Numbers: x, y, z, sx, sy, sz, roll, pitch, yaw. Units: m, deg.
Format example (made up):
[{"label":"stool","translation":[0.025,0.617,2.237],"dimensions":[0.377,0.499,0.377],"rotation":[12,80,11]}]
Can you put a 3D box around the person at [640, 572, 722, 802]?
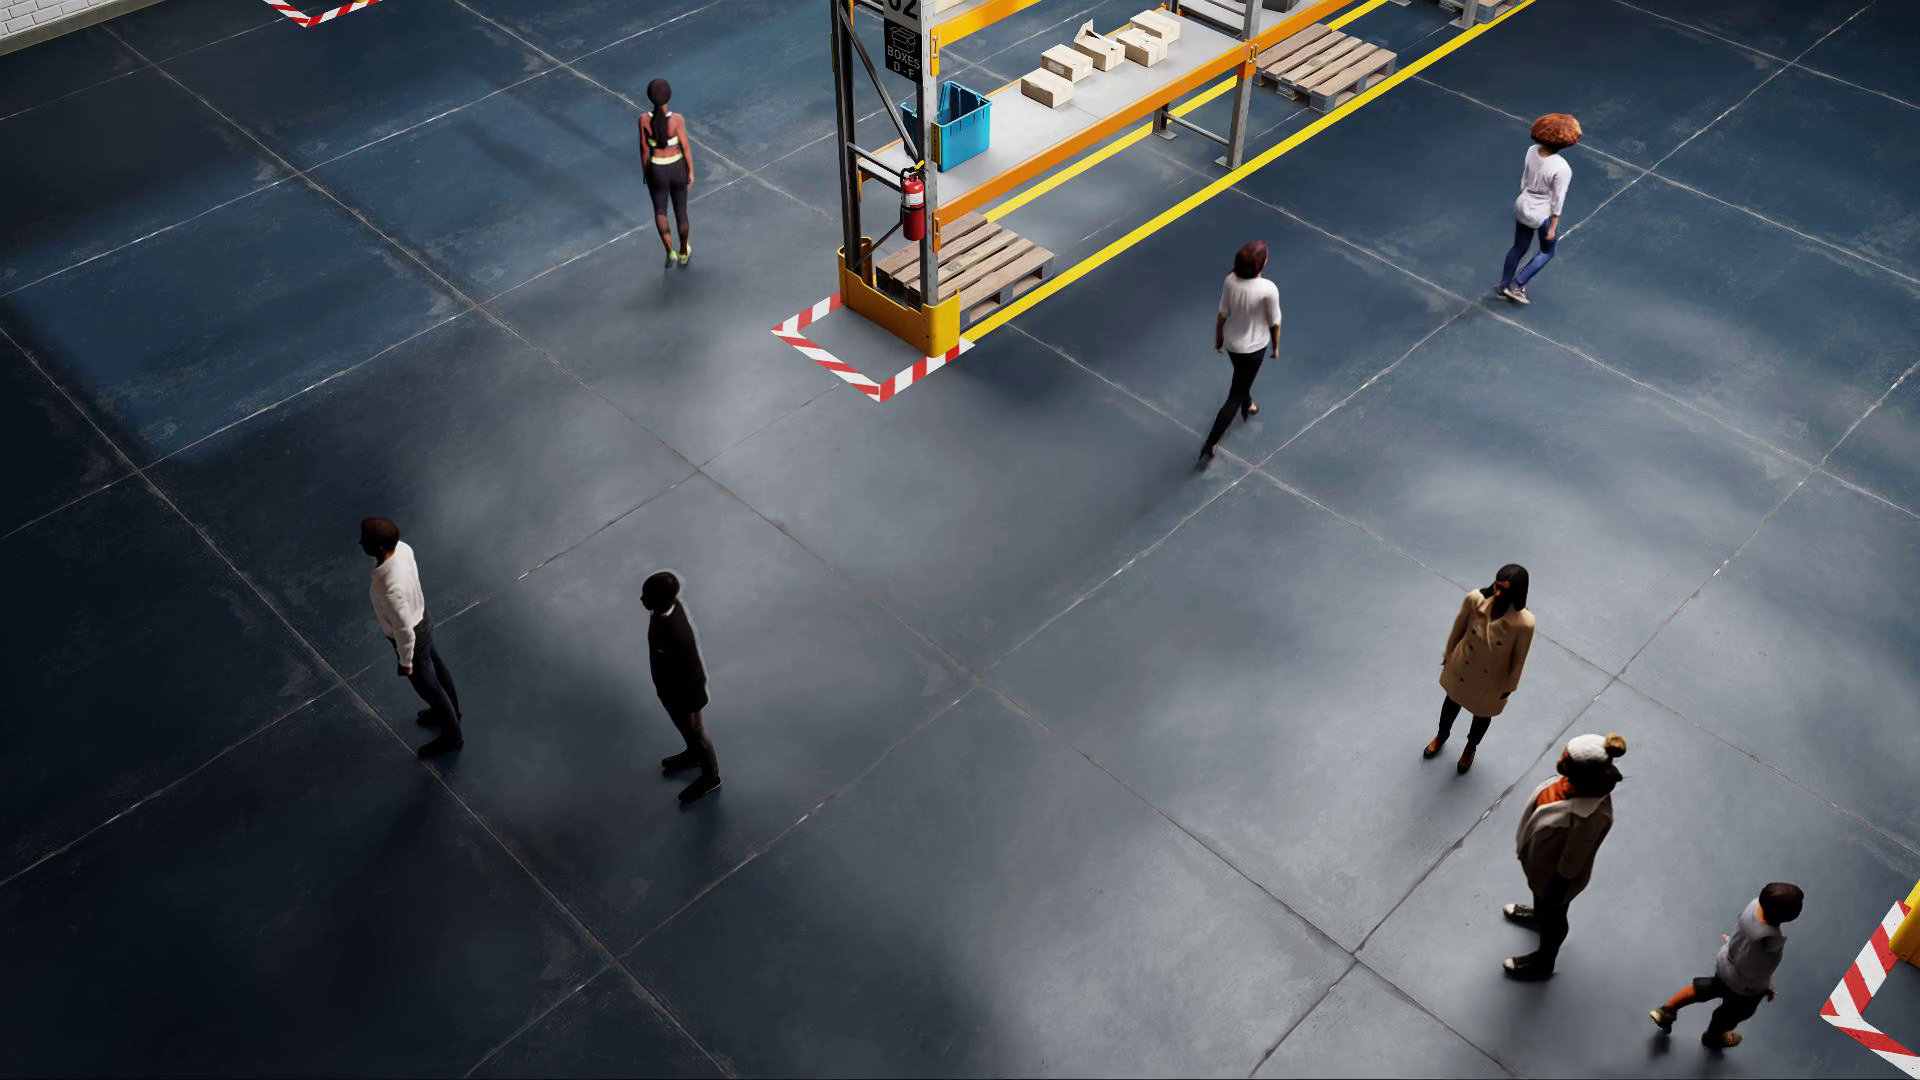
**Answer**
[{"label":"person","translation":[-1.659,0.850,9.821],"dimensions":[0.679,1.800,0.724],"rotation":[-18,47,-18]}]

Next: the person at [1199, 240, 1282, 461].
[{"label":"person","translation":[2.031,-1.336,12.150],"dimensions":[0.699,1.752,1.157],"rotation":[29,51,27]}]

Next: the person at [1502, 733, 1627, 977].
[{"label":"person","translation":[3.267,1.642,8.927],"dimensions":[0.887,1.885,0.799],"rotation":[9,44,9]}]

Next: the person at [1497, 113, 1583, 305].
[{"label":"person","translation":[4.635,-2.663,13.580],"dimensions":[0.719,1.701,0.730],"rotation":[-18,46,-18]}]

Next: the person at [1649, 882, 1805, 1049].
[{"label":"person","translation":[4.034,2.211,8.650],"dimensions":[0.898,1.444,0.819],"rotation":[-3,44,-4]}]

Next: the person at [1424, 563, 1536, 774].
[{"label":"person","translation":[3.135,0.765,9.995],"dimensions":[0.656,1.682,0.550],"rotation":[30,51,27]}]

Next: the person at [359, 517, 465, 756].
[{"label":"person","translation":[-3.311,0.565,10.068],"dimensions":[0.741,1.871,0.732],"rotation":[-7,44,-8]}]

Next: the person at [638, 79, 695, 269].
[{"label":"person","translation":[-2.445,-2.996,13.900],"dimensions":[0.854,1.742,0.890],"rotation":[-5,44,-5]}]
